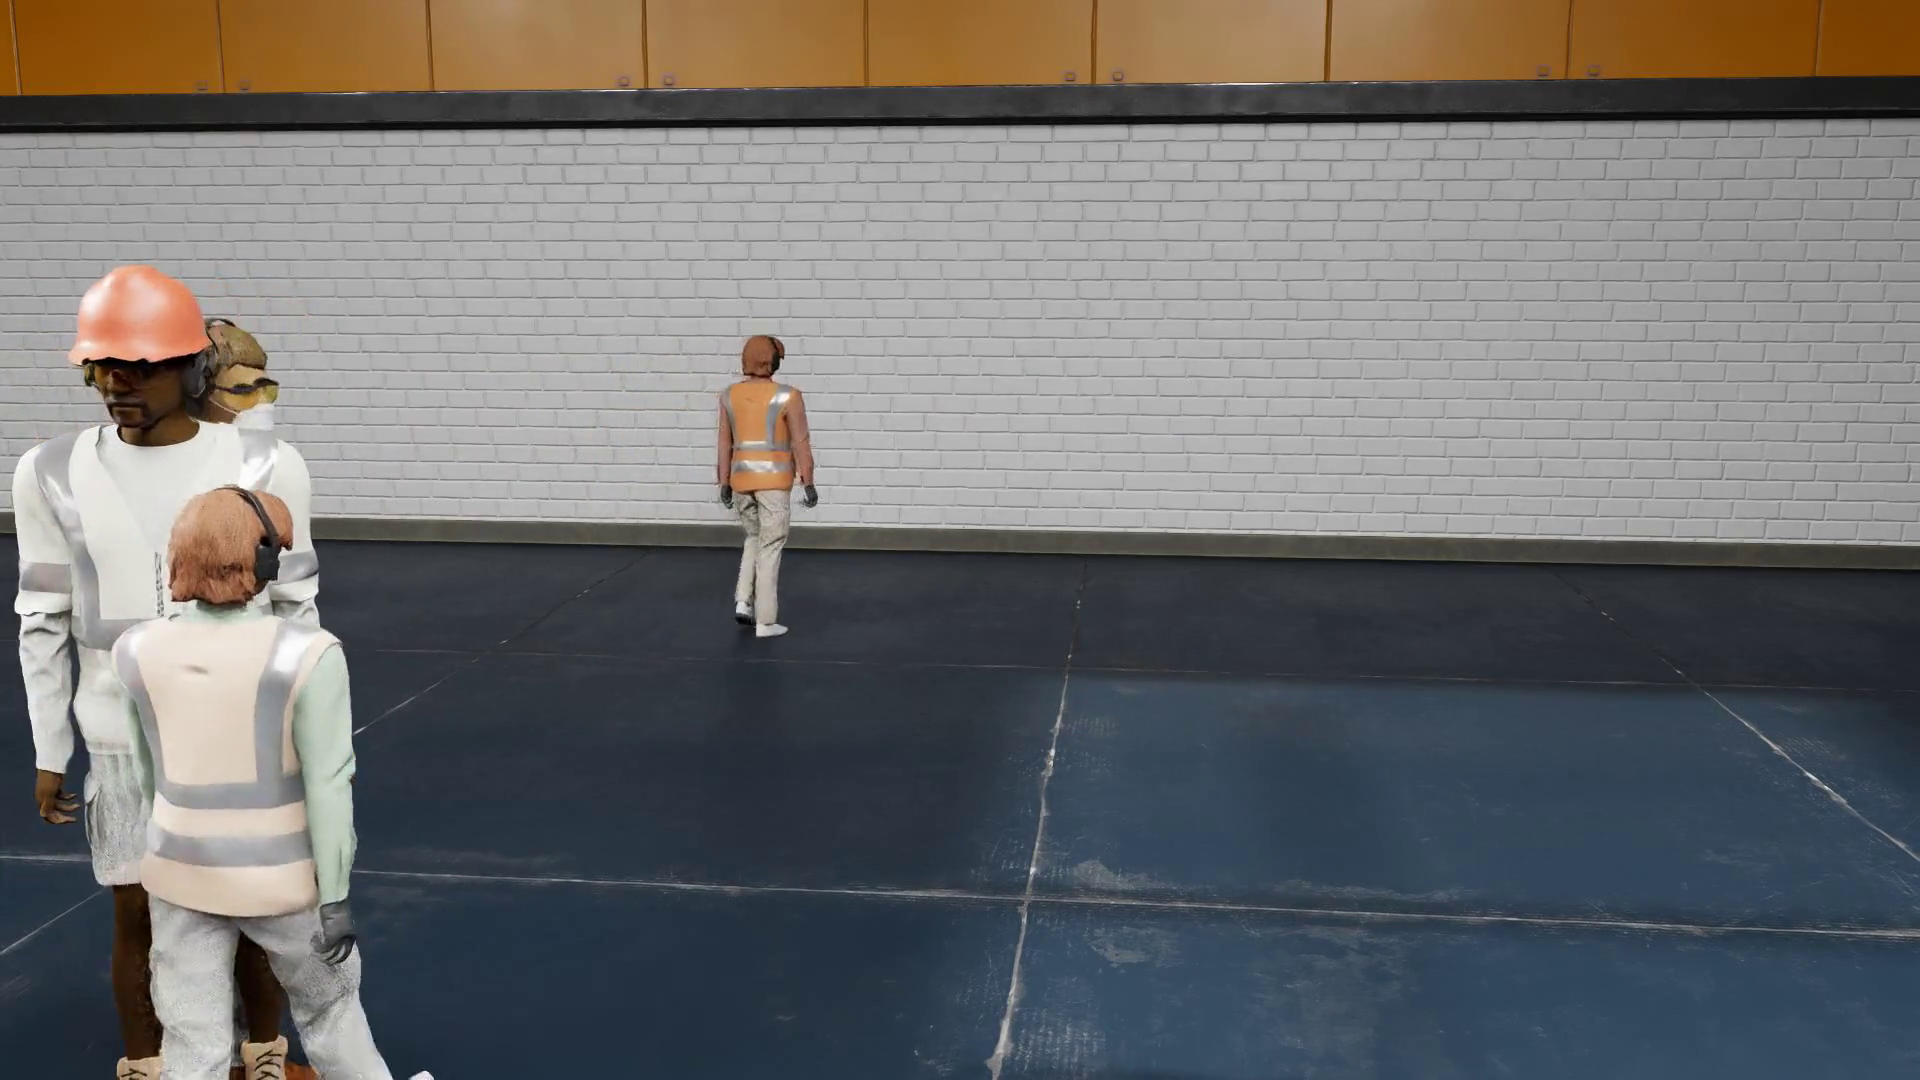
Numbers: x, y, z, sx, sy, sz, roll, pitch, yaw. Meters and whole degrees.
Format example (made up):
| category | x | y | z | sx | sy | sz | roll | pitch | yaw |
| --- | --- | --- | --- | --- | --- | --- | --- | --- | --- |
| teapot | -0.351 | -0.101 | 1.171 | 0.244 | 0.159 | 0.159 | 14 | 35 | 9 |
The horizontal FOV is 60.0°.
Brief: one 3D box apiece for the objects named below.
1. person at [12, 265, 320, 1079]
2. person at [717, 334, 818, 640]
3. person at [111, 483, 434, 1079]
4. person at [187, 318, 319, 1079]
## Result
| category | x | y | z | sx | sy | sz | roll | pitch | yaw |
| --- | --- | --- | --- | --- | --- | --- | --- | --- | --- |
| person | -1.733 | 0.422 | 3.694 | 0.613 | 2.039 | 0.393 | -3 | 10 | -17 |
| person | -1.039 | -0.278 | 8.906 | 0.533 | 1.627 | 0.395 | 5 | 11 | 28 |
| person | -1.424 | 0.678 | 3.468 | 0.517 | 1.602 | 0.818 | 1 | 10 | 6 |
| person | -1.733 | 0.436 | 3.950 | 0.455 | 1.917 | 0.630 | 2 | 10 | 13 |
